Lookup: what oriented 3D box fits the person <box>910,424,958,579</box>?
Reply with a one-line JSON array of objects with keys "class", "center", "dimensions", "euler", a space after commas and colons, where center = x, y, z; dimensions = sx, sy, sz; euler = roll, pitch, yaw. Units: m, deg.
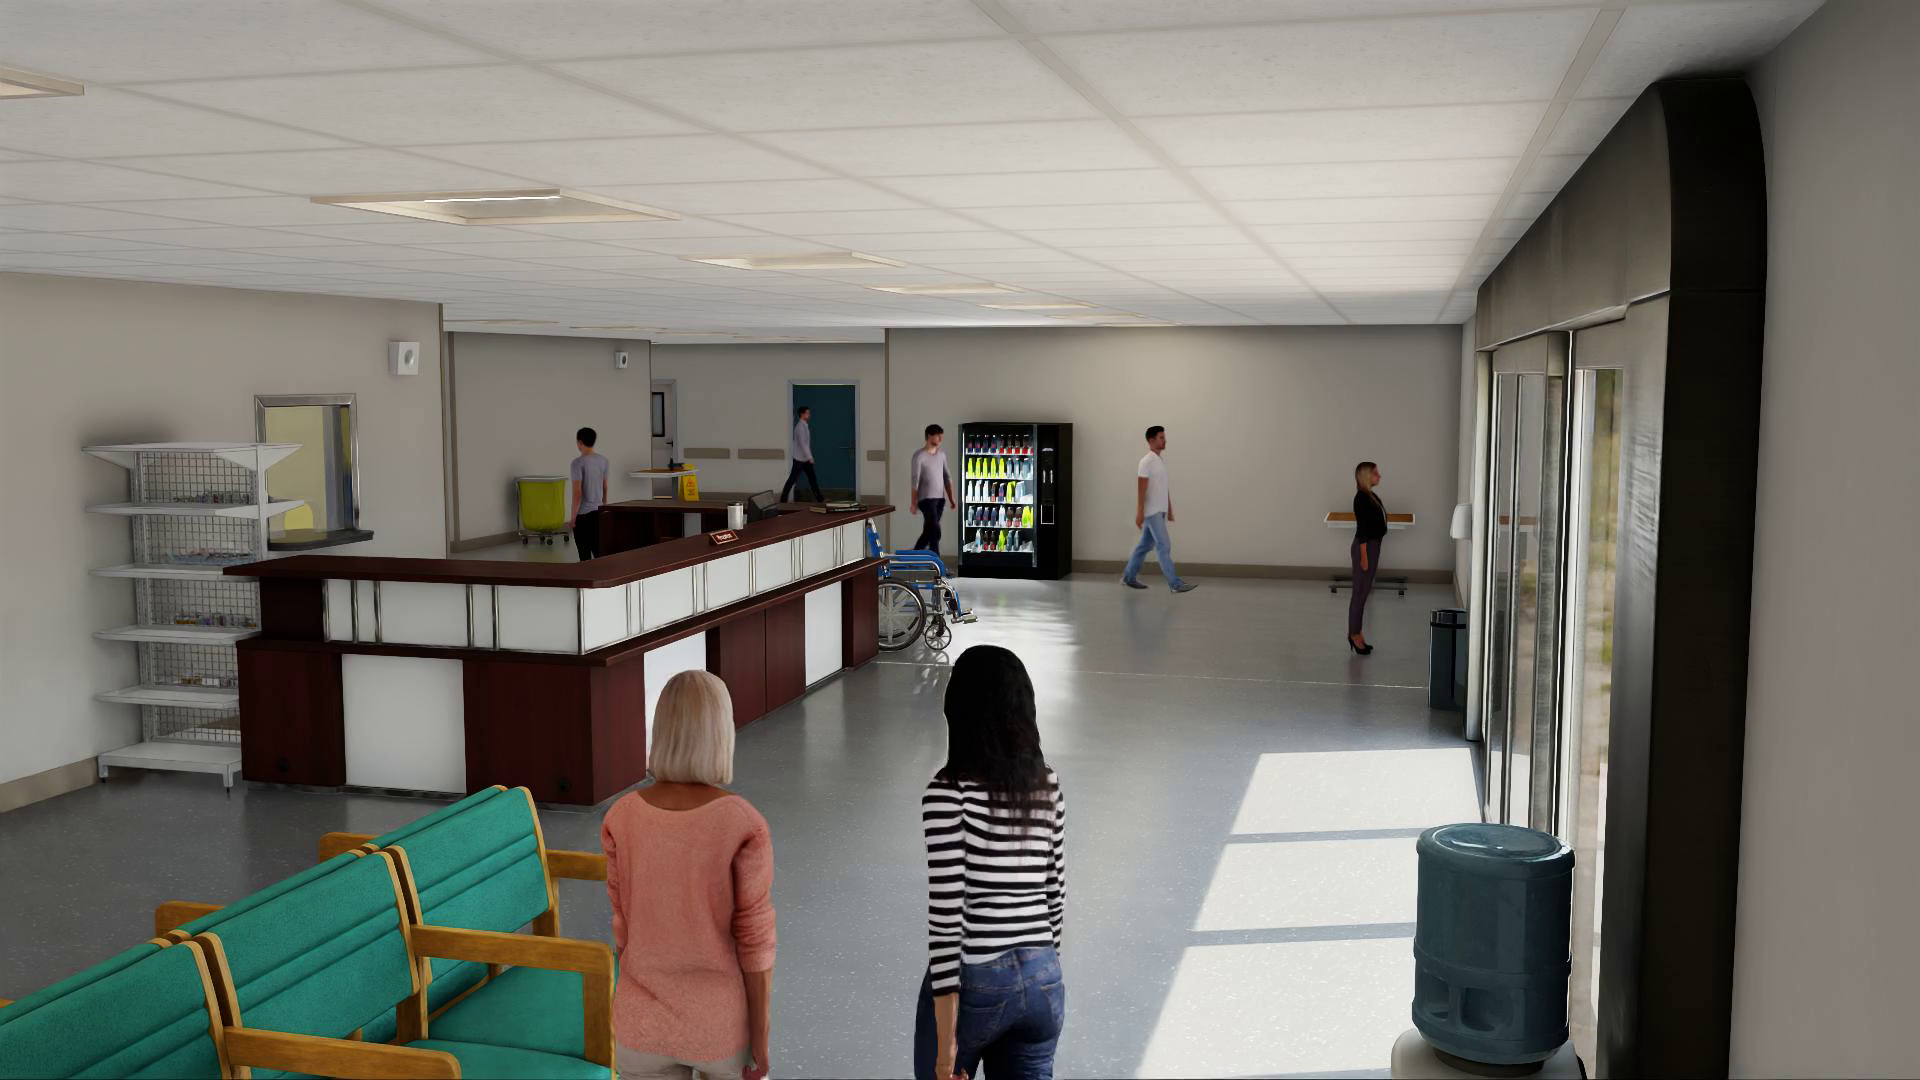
[{"class": "person", "center": [-0.406, -0.438, 19.736], "dimensions": [1.270, 1.787, 1.012], "euler": [6, 8, 44]}]

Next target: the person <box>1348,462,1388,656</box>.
[{"class": "person", "center": [3.524, 0.146, 14.515], "dimensions": [0.566, 1.670, 0.621], "euler": [2, 6, 21]}]

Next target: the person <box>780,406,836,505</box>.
[{"class": "person", "center": [-2.915, -1.440, 29.644], "dimensions": [1.243, 1.799, 0.833], "euler": [1, 6, 6]}]

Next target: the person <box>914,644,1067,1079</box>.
[{"class": "person", "center": [0.112, 1.177, 3.875], "dimensions": [1.038, 1.733, 1.144], "euler": [-5, 8, -41]}]

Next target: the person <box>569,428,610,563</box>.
[{"class": "person", "center": [-3.908, -0.256, 17.554], "dimensions": [0.654, 1.862, 0.724], "euler": [3, 7, 31]}]

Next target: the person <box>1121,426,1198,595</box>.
[{"class": "person", "center": [2.051, -0.299, 18.206], "dimensions": [1.222, 1.818, 0.865], "euler": [3, 7, 29]}]

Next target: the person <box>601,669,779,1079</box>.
[{"class": "person", "center": [-0.682, 1.188, 3.984], "dimensions": [0.640, 1.706, 0.713], "euler": [0, 6, 5]}]
